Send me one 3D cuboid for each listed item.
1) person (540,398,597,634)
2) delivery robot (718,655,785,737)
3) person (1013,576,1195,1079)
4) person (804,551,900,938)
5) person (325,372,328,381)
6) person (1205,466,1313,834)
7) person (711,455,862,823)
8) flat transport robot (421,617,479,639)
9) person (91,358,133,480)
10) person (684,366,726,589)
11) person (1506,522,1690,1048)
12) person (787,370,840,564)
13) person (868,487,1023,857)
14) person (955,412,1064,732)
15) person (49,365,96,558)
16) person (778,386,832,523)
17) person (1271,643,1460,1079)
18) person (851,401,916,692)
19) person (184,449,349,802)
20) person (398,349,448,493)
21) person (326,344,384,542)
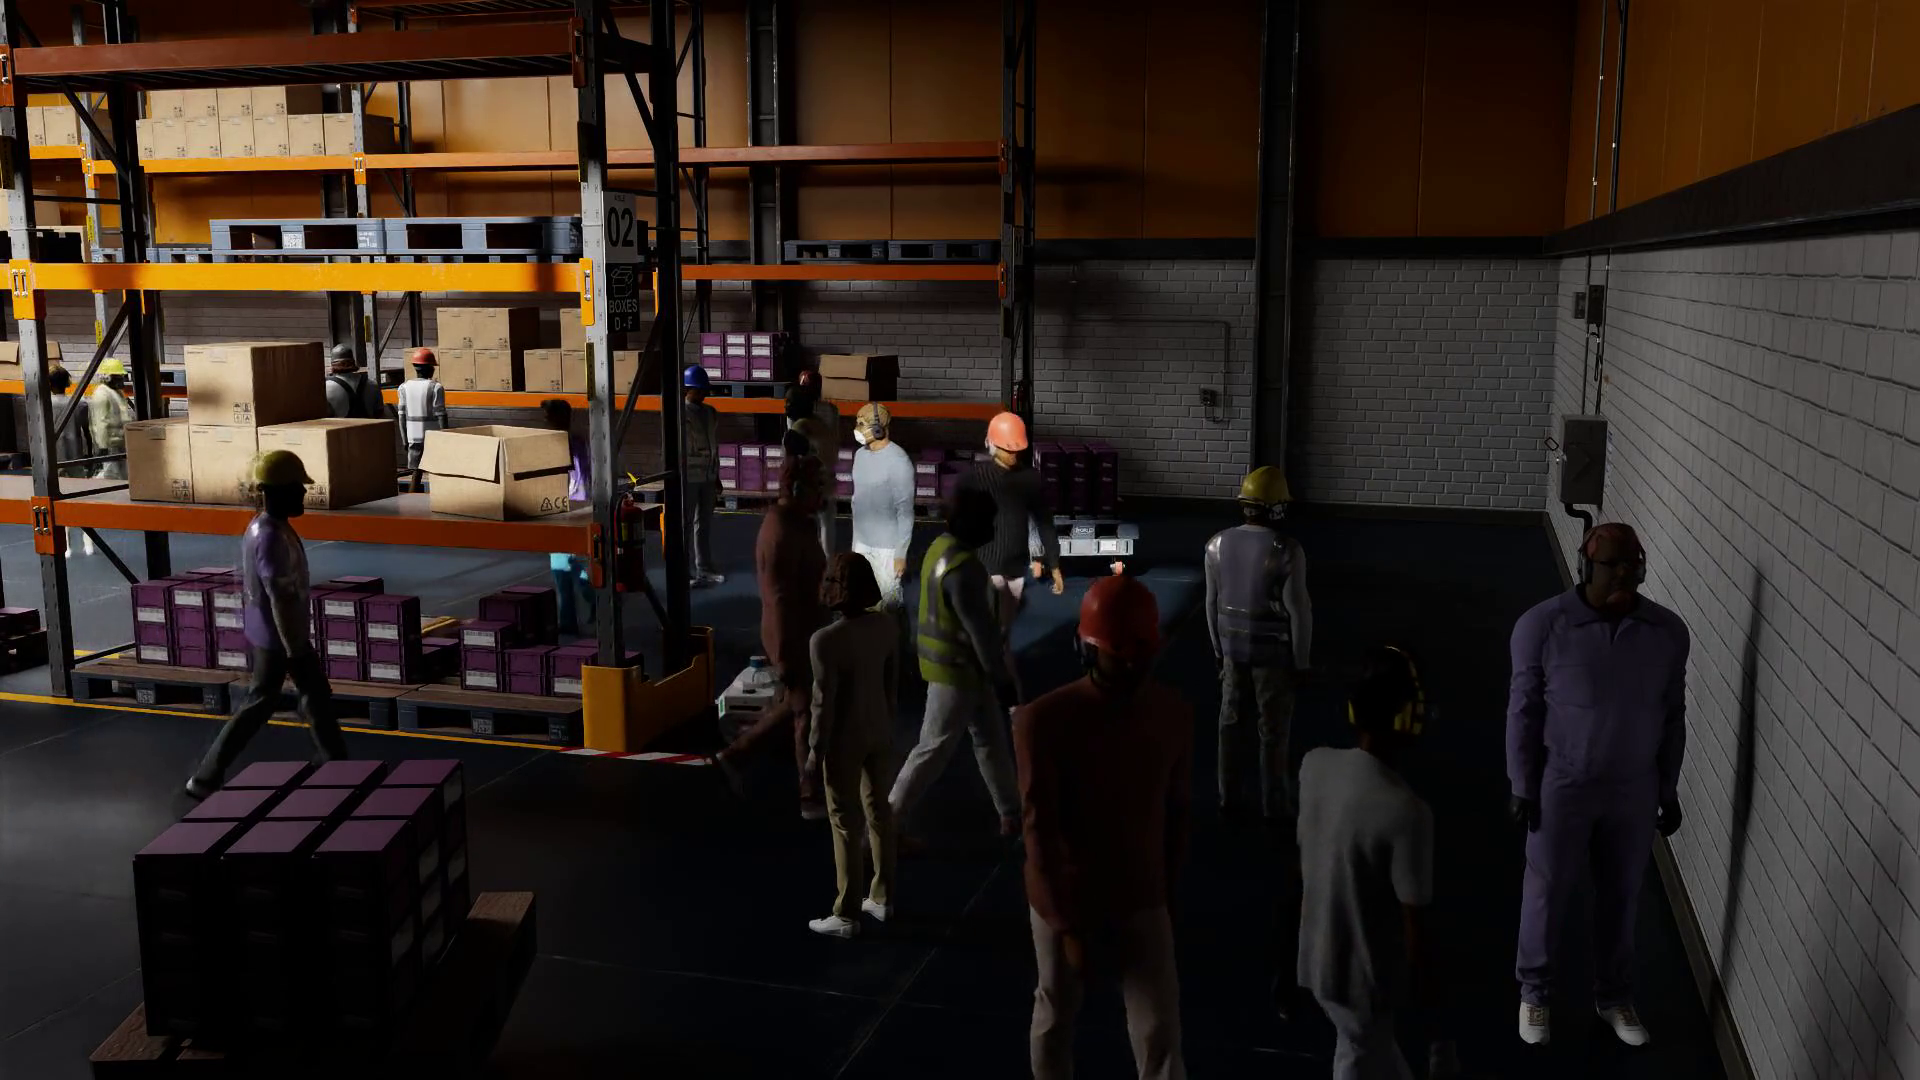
[{"bbox_3d":[-2.996,-0.176,12.694,0.448,1.827,0.589,1,9,6],"label":"person"},{"bbox_3d":[-1.165,0.913,9.644,0.477,0.478,0.707,1,9,6],"label":"delivery robot"},{"bbox_3d":[0.456,1.060,4.821,0.598,1.932,1.005,-3,10,-18],"label":"person"},{"bbox_3d":[-0.450,0.855,7.006,0.280,1.633,0.501,8,12,39],"label":"person"},{"bbox_3d":[-7.859,-1.404,20.004,0.355,1.887,0.574,8,12,39],"label":"person"},{"bbox_3d":[1.503,0.544,8.291,0.590,1.833,0.404,9,13,43],"label":"person"},{"bbox_3d":[-0.882,0.505,8.366,0.672,1.881,0.658,-1,9,-4],"label":"person"},{"bbox_3d":[-4.268,0.692,12.142,1.431,0.197,0.652,3,10,15],"label":"flat transport robot"},{"bbox_3d":[-9.535,-1.125,18.556,0.700,1.812,0.605,-1,9,-6],"label":"person"},{"bbox_3d":[-2.327,-0.558,14.659,0.388,1.947,0.615,6,11,33],"label":"person"},{"bbox_3d":[2.296,0.882,5.998,0.642,1.913,0.409,0,9,1],"label":"person"},{"bbox_3d":[-1.346,-0.607,15.153,0.575,1.885,0.355,-9,13,-44],"label":"person"},{"bbox_3d":[-0.010,0.630,7.962,0.951,1.788,0.606,-1,9,-5],"label":"person"},{"bbox_3d":[0.304,0.182,10.182,0.715,1.923,1.014,-5,11,-30],"label":"person"},{"bbox_3d":[-8.689,-0.761,16.149,0.309,1.864,0.534,9,13,42],"label":"person"},{"bbox_3d":[-1.303,-0.358,13.794,0.451,1.828,0.657,3,10,15],"label":"person"},{"bbox_3d":[1.135,1.182,4.379,0.727,1.836,0.577,-3,10,-19],"label":"person"},{"bbox_3d":[-0.526,0.051,10.986,0.377,1.936,0.628,-6,11,-33],"label":"person"},{"bbox_3d":[-3.561,0.468,8.625,0.983,1.889,0.597,-3,10,-15],"label":"person"},{"bbox_3d":[-5.772,-1.098,17.991,0.551,1.933,0.369,2,10,12],"label":"person"},{"bbox_3d":[-6.297,-1.005,17.104,0.535,2.000,0.674,9,13,43],"label":"person"}]
